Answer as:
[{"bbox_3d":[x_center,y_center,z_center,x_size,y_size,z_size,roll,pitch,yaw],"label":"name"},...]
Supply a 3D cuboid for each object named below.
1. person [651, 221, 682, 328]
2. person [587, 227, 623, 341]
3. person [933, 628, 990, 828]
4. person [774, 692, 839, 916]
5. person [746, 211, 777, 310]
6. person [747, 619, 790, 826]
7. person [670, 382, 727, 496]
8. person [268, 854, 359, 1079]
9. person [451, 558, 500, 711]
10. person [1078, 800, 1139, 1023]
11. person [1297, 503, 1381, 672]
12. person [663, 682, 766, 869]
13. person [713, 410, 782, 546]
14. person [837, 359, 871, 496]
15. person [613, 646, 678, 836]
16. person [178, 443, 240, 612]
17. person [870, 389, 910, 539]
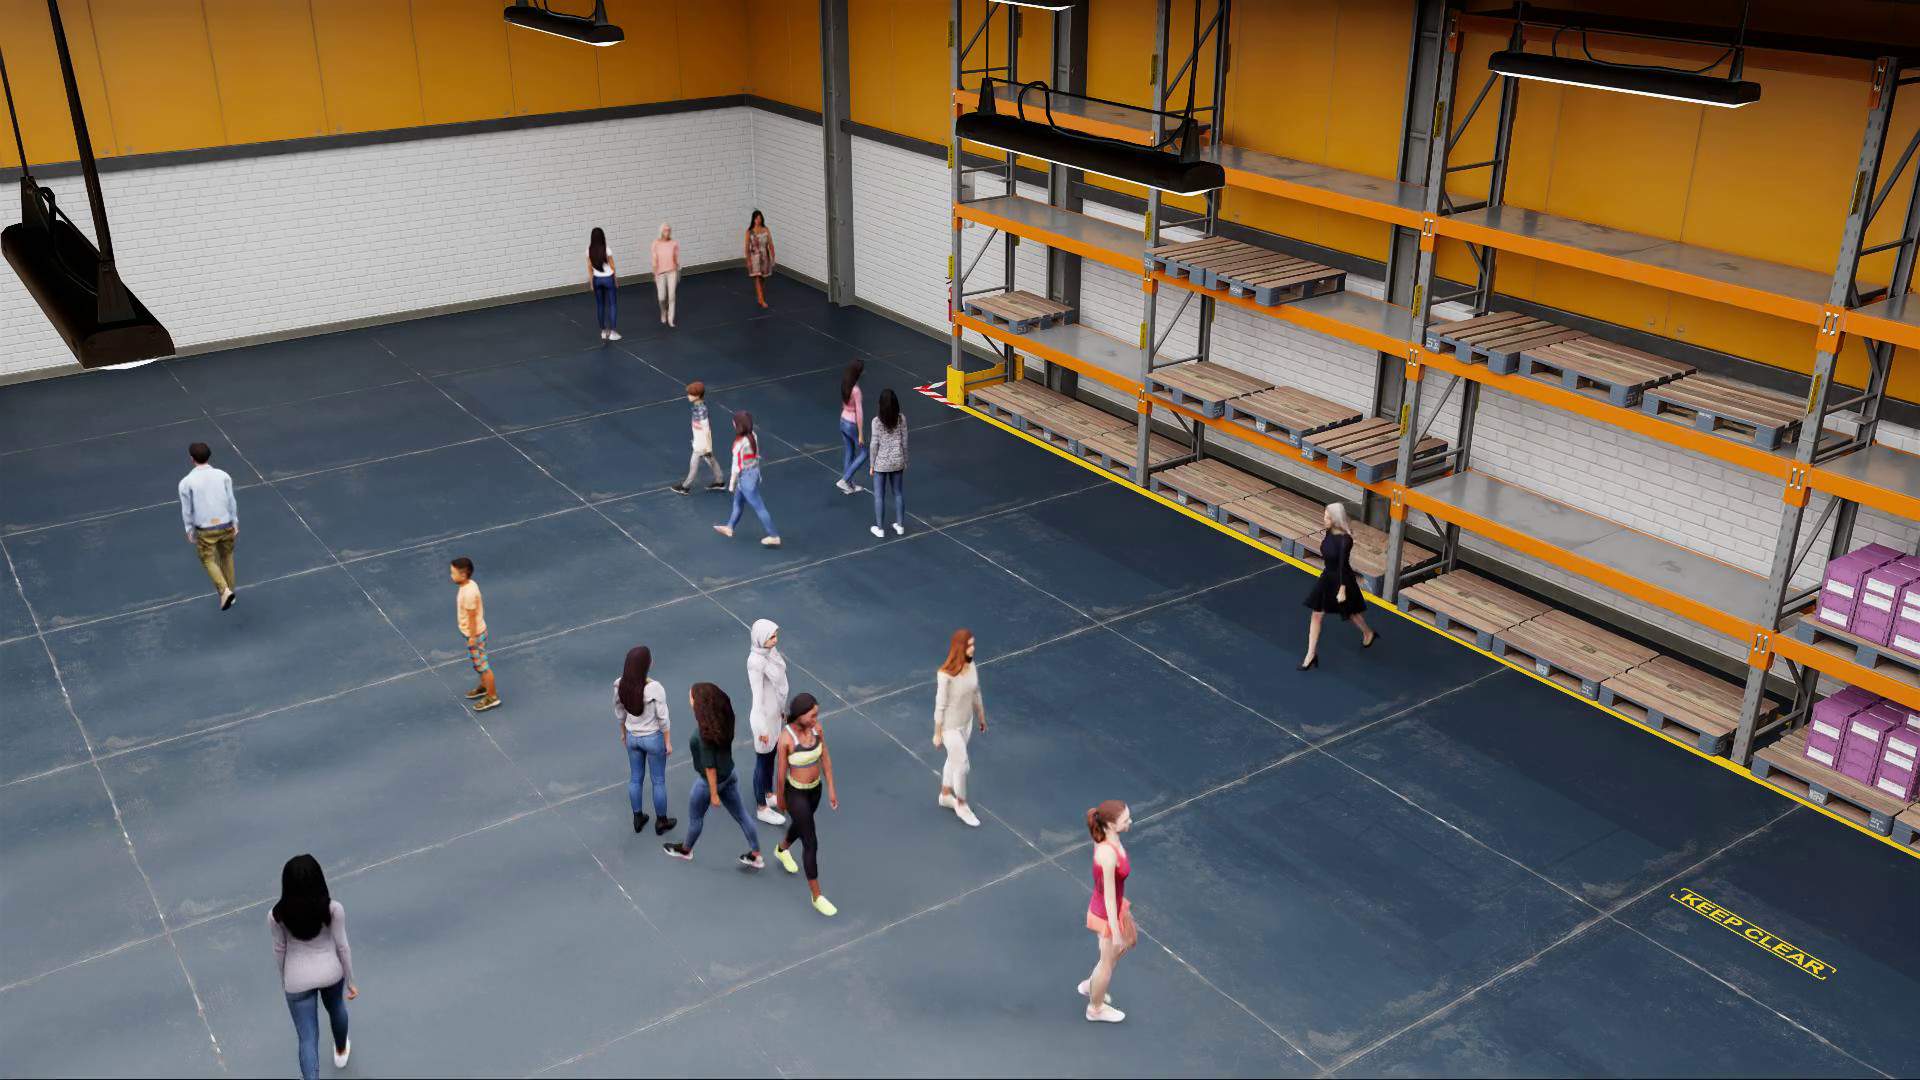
[{"bbox_3d":[-4.723,-4.279,26.677,0.680,1.715,0.718,-8,25,-18],"label":"person"},{"bbox_3d":[-5.564,-3.999,25.962,0.713,1.775,0.775,4,24,10],"label":"person"},{"bbox_3d":[-0.100,1.476,13.542,0.833,1.691,0.745,18,29,35],"label":"person"},{"bbox_3d":[-1.233,1.894,12.569,0.671,1.705,1.165,-20,31,-38],"label":"person"},{"bbox_3d":[-3.362,-4.688,27.748,0.732,1.606,1.089,-11,26,-23],"label":"person"},{"bbox_3d":[-1.573,1.449,13.495,0.733,1.777,0.683,5,24,12],"label":"person"},{"bbox_3d":[-3.037,-1.221,20.066,0.834,1.406,0.924,-4,24,-10],"label":"person"},{"bbox_3d":[-4.047,2.839,10.429,0.832,1.687,1.253,-8,25,-18],"label":"person"},{"bbox_3d":[-4.469,0.833,15.303,0.620,1.458,0.454,-12,26,-25],"label":"person"},{"bbox_3d":[0.919,2.489,11.164,0.777,1.739,0.715,1,24,2],"label":"person"},{"bbox_3d":[3.672,0.451,15.884,0.812,1.693,1.150,-8,25,-18],"label":"person"},{"bbox_3d":[-1.816,1.853,12.824,1.137,1.575,0.998,9,25,20],"label":"person"},{"bbox_3d":[-2.287,-0.649,18.563,1.143,1.563,1.035,6,24,14],"label":"person"},{"bbox_3d":[-1.325,-1.340,19.928,0.725,1.736,0.585,-16,28,-32],"label":"person"},{"bbox_3d":[-2.528,1.603,13.328,0.647,1.630,0.740,7,25,16],"label":"person"},{"bbox_3d":[-7.613,-0.101,17.017,0.722,1.798,0.948,-18,29,-35],"label":"person"},{"bbox_3d":[-0.810,-0.877,18.876,0.650,1.731,0.577,-11,26,-23],"label":"person"}]
